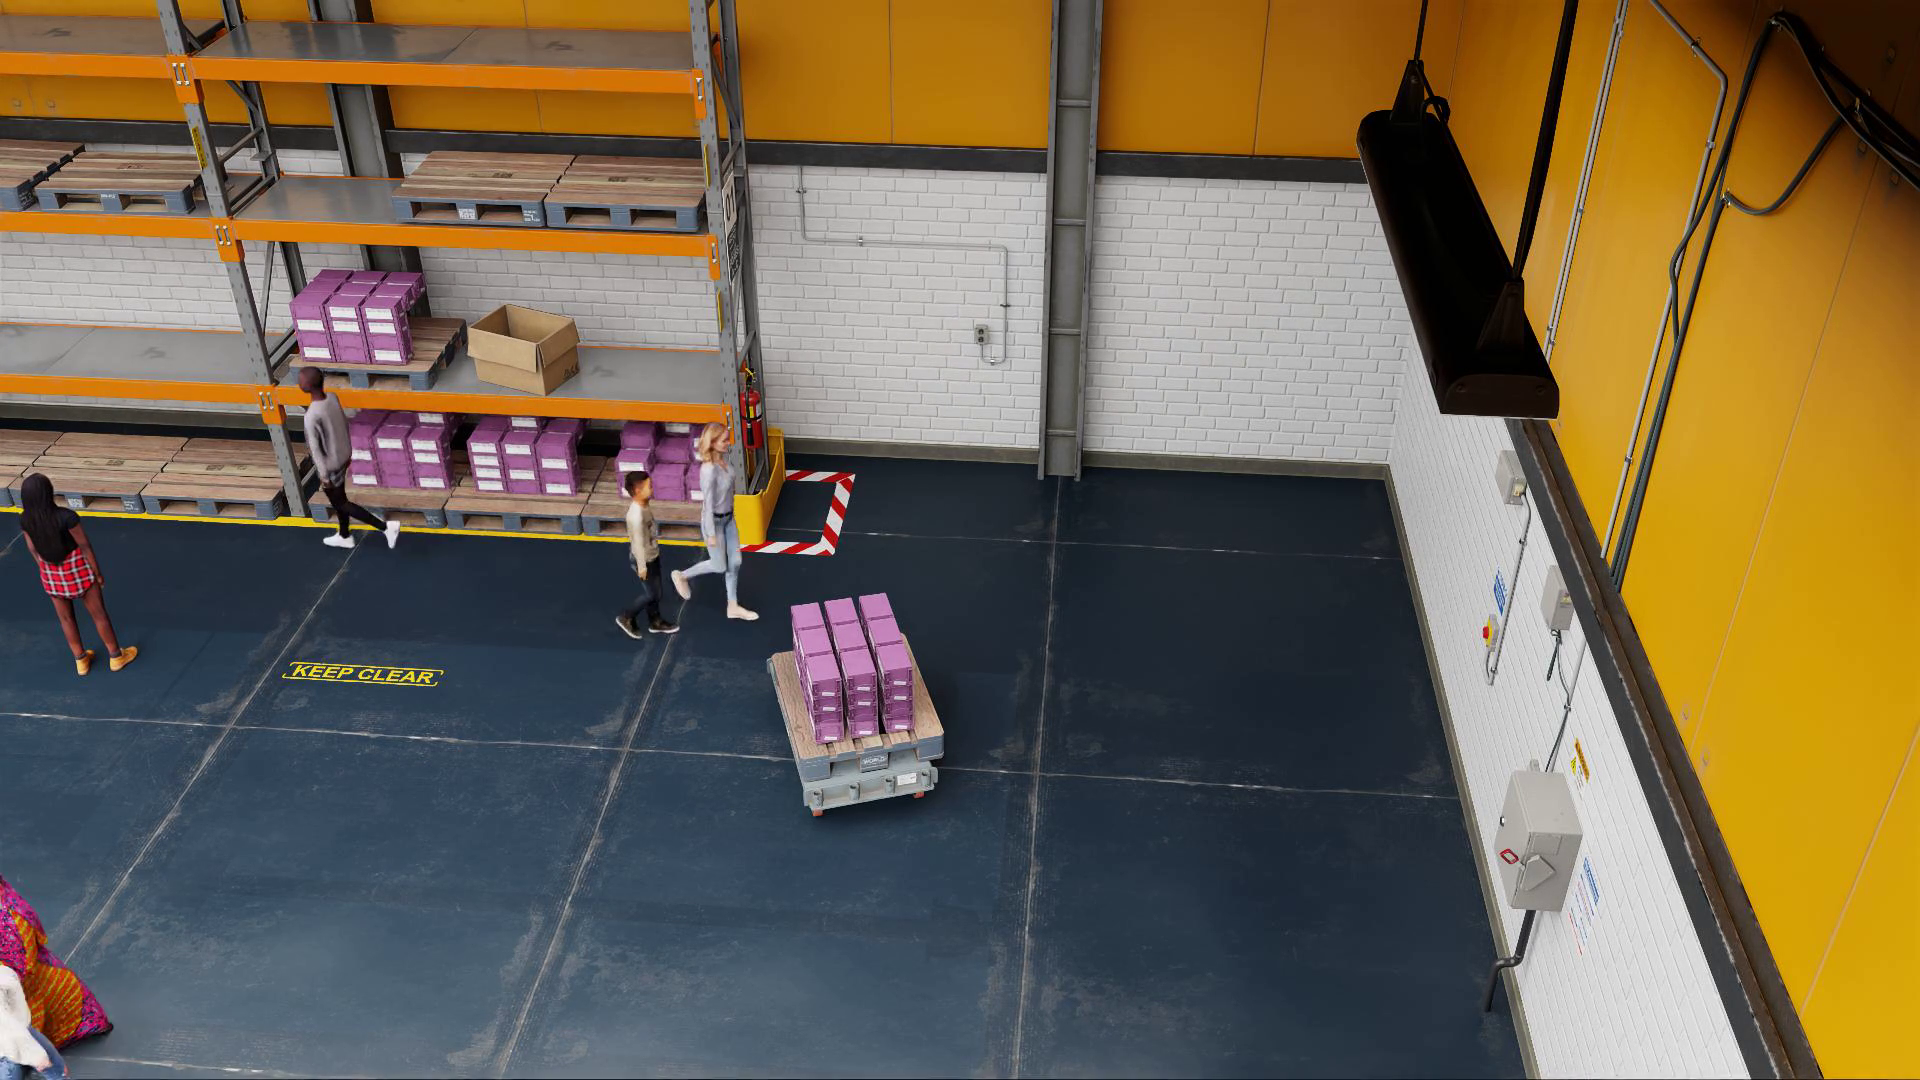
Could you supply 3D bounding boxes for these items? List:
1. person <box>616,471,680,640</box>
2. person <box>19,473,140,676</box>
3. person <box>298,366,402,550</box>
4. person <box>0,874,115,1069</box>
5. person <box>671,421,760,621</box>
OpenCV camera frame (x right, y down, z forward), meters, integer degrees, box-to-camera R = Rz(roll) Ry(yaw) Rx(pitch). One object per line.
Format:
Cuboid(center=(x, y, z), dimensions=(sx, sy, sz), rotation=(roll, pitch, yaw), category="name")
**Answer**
Cuboid(center=(-2.511, 0.131, 12.918), dimensions=(0.714, 1.452, 0.606), rotation=(2, 34, 3), category="person")
Cuboid(center=(-6.683, 0.257, 12.481), dimensions=(0.568, 1.728, 0.703), rotation=(-1, 34, -2), category="person")
Cuboid(center=(-5.107, -0.634, 13.798), dimensions=(1.035, 1.754, 0.671), rotation=(6, 34, 9), category="person")
Cuboid(center=(-5.421, 2.394, 9.333), dimensions=(1.073, 1.653, 0.839), rotation=(-4, 34, -6), category="person")
Cuboid(center=(-1.970, -0.145, 13.046), dimensions=(1.015, 1.771, 0.737), rotation=(9, 35, 13), category="person")
